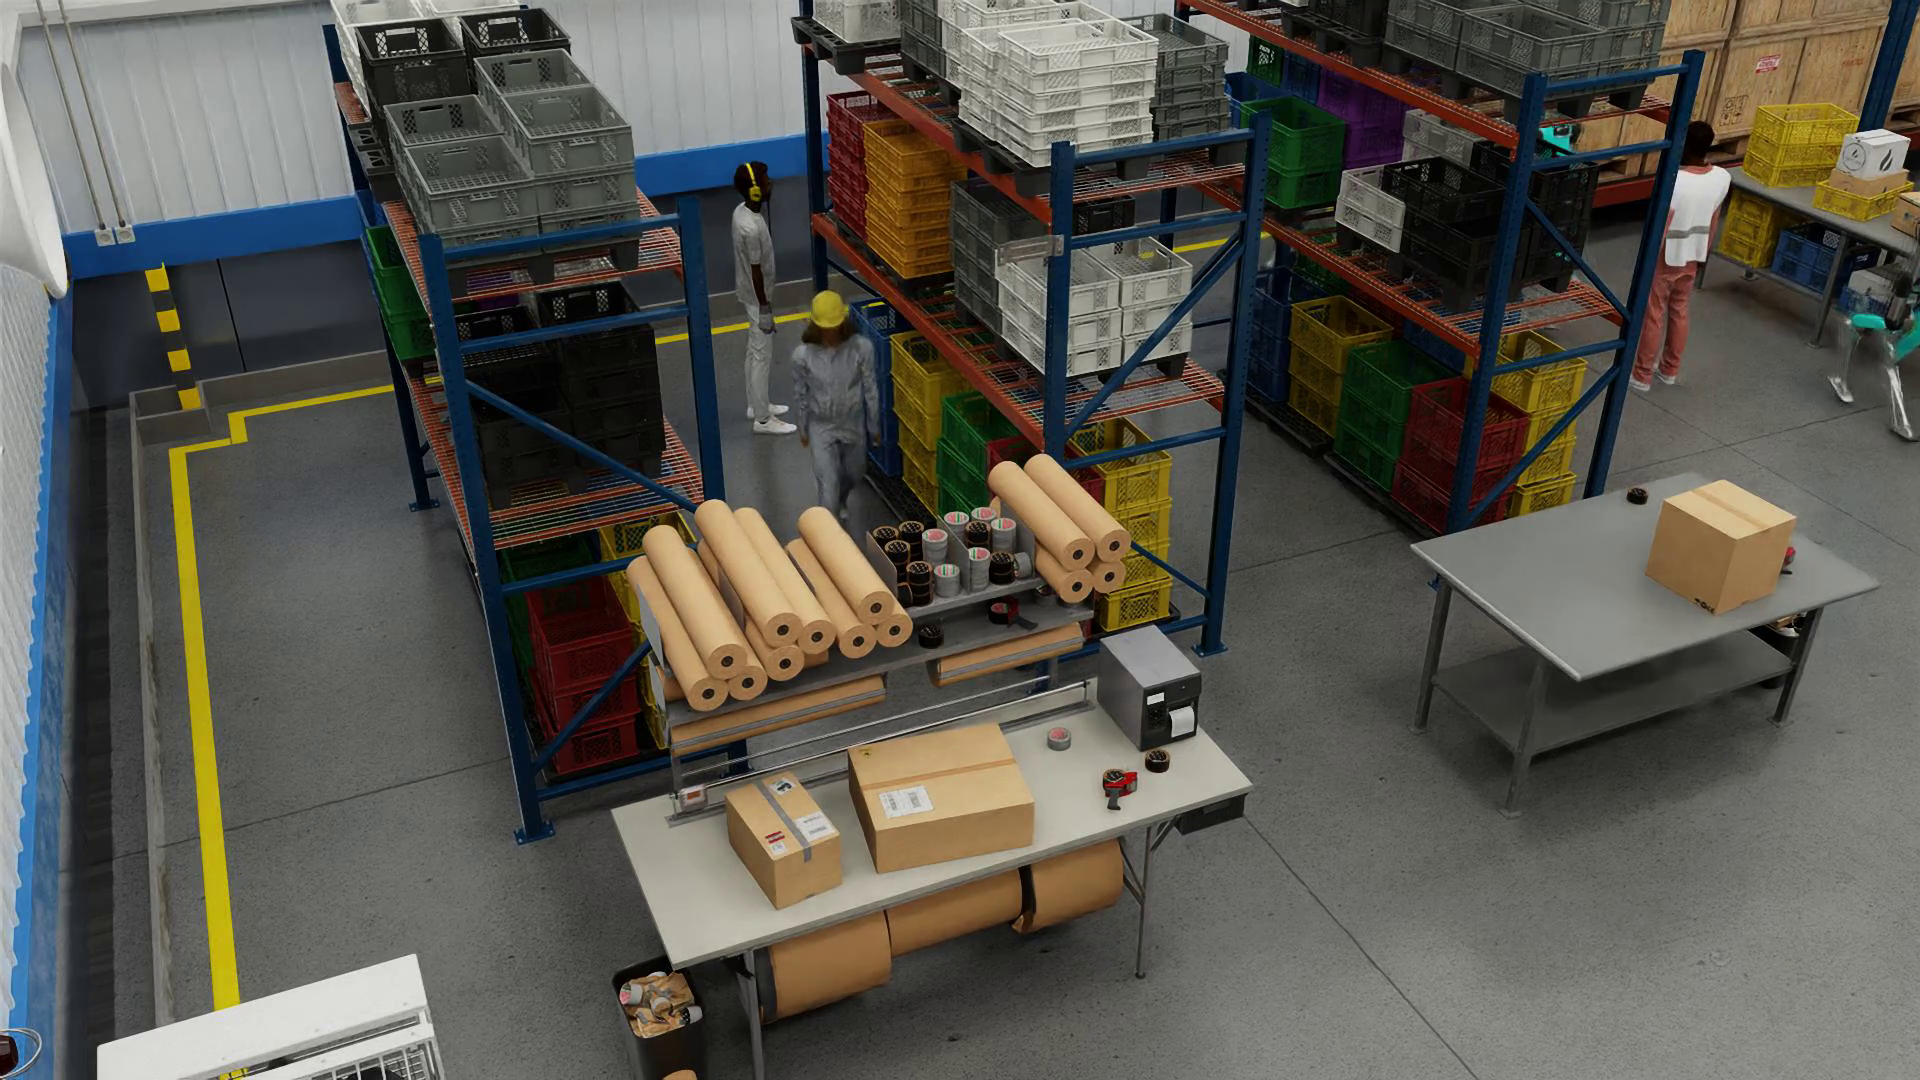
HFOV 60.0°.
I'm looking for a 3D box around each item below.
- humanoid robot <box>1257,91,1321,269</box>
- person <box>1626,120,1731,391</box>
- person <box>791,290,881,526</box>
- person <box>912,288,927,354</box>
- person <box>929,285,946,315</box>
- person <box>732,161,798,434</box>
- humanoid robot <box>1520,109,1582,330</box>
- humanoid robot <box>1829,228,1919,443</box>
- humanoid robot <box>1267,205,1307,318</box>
[{"bbox_3d":[2.747,-2.988,13.430,0.857,1.768,0.567,-24,39,-34],"label":"humanoid robot"},{"bbox_3d":[4.980,-1.955,11.575,0.596,1.915,0.371,-13,34,-20],"label":"person"},{"bbox_3d":[-0.735,-0.708,9.737,0.490,1.715,0.744,-9,33,-14],"label":"person"},{"bbox_3d":[-0.295,-1.977,11.669,0.329,1.861,0.504,6,32,10],"label":"person"},{"bbox_3d":[-0.036,-2.333,12.260,0.505,1.842,0.346,-6,32,-10],"label":"person"},{"bbox_3d":[-1.316,-1.602,11.041,0.326,1.876,0.517,-8,32,-13],"label":"person"},{"bbox_3d":[4.450,-2.333,12.381,0.545,1.777,0.896,-18,36,-27],"label":"humanoid robot"},{"bbox_3d":[6.322,-1.600,11.210,0.538,1.773,1.020,-6,32,-10],"label":"humanoid robot"},{"bbox_3d":[2.496,-2.462,12.617,0.343,1.647,0.609,-5,32,-8],"label":"humanoid robot"}]
